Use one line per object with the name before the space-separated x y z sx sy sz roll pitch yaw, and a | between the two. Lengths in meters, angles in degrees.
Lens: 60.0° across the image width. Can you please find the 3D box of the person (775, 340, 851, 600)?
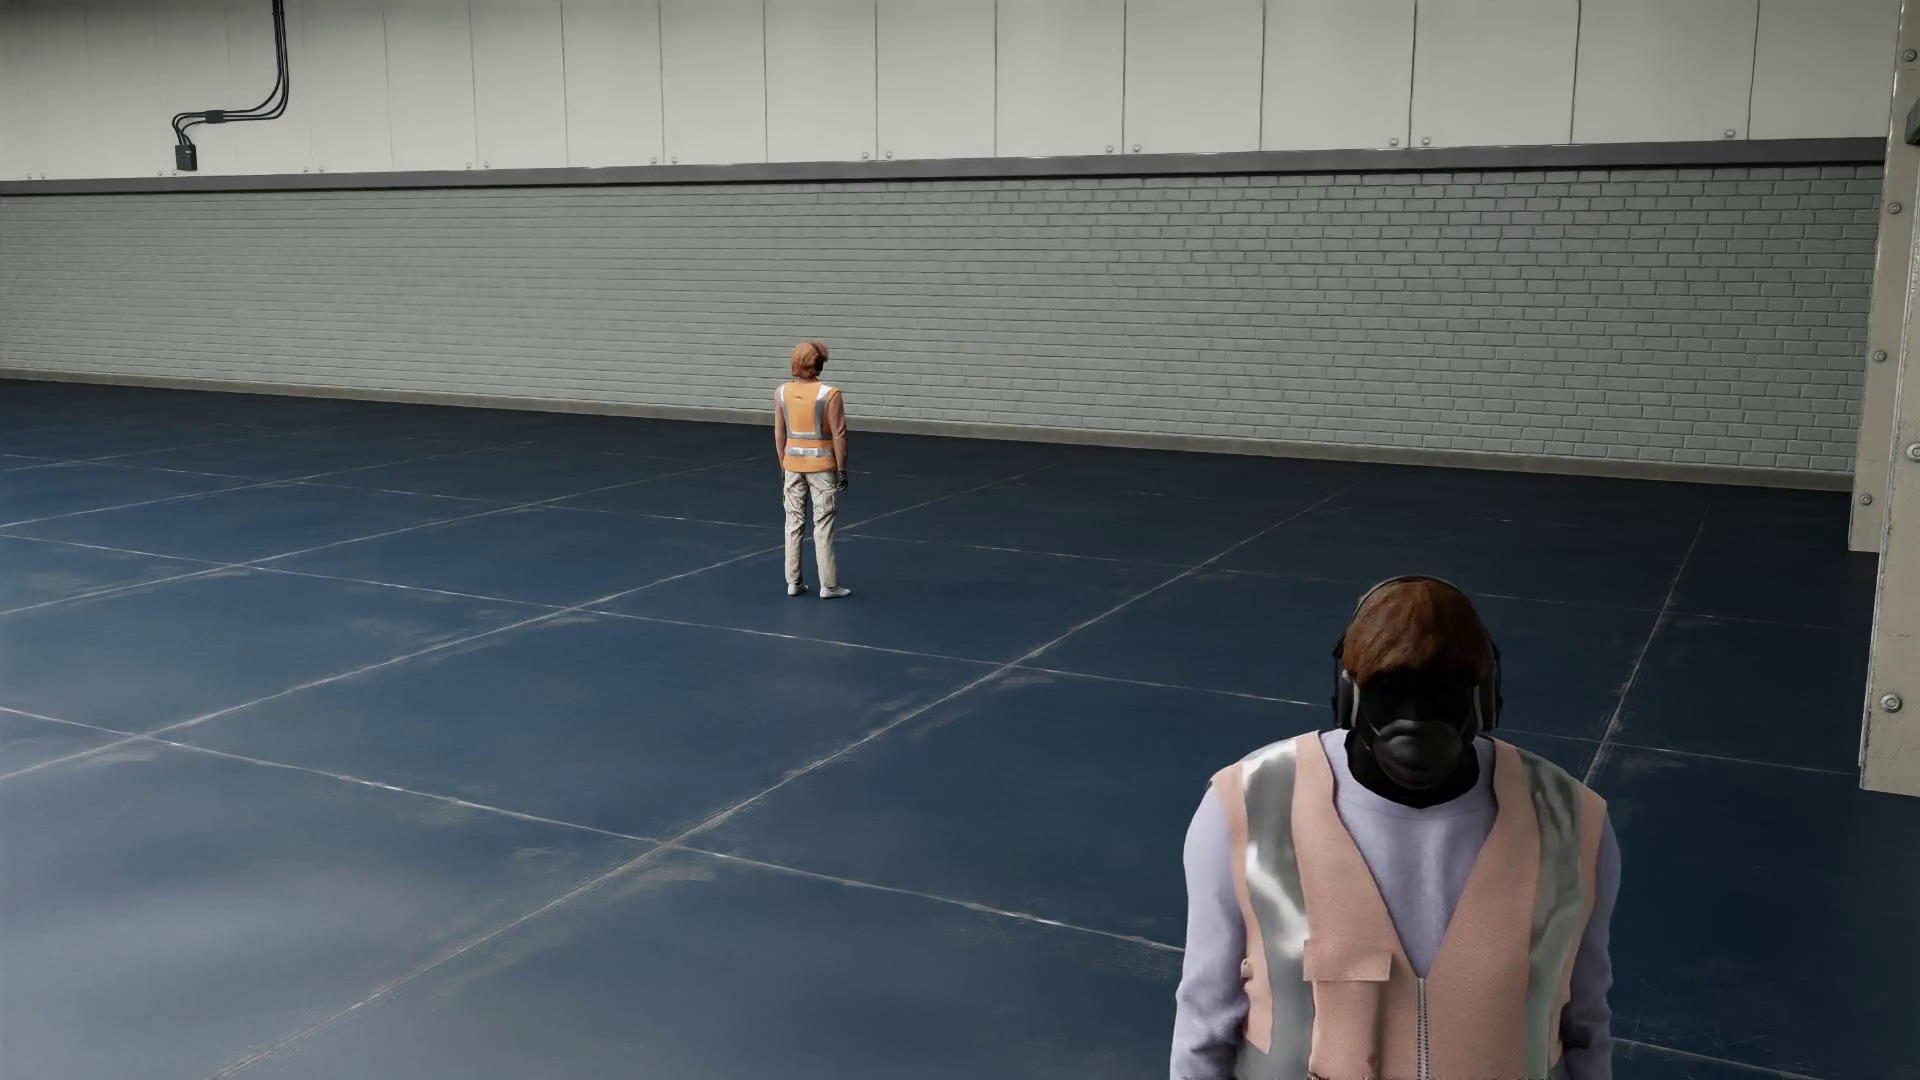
person | -0.938 -0.436 10.515 0.514 1.641 0.307 5 12 26

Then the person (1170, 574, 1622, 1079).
person | 0.618 0.951 2.403 0.627 1.843 0.429 1 10 5
